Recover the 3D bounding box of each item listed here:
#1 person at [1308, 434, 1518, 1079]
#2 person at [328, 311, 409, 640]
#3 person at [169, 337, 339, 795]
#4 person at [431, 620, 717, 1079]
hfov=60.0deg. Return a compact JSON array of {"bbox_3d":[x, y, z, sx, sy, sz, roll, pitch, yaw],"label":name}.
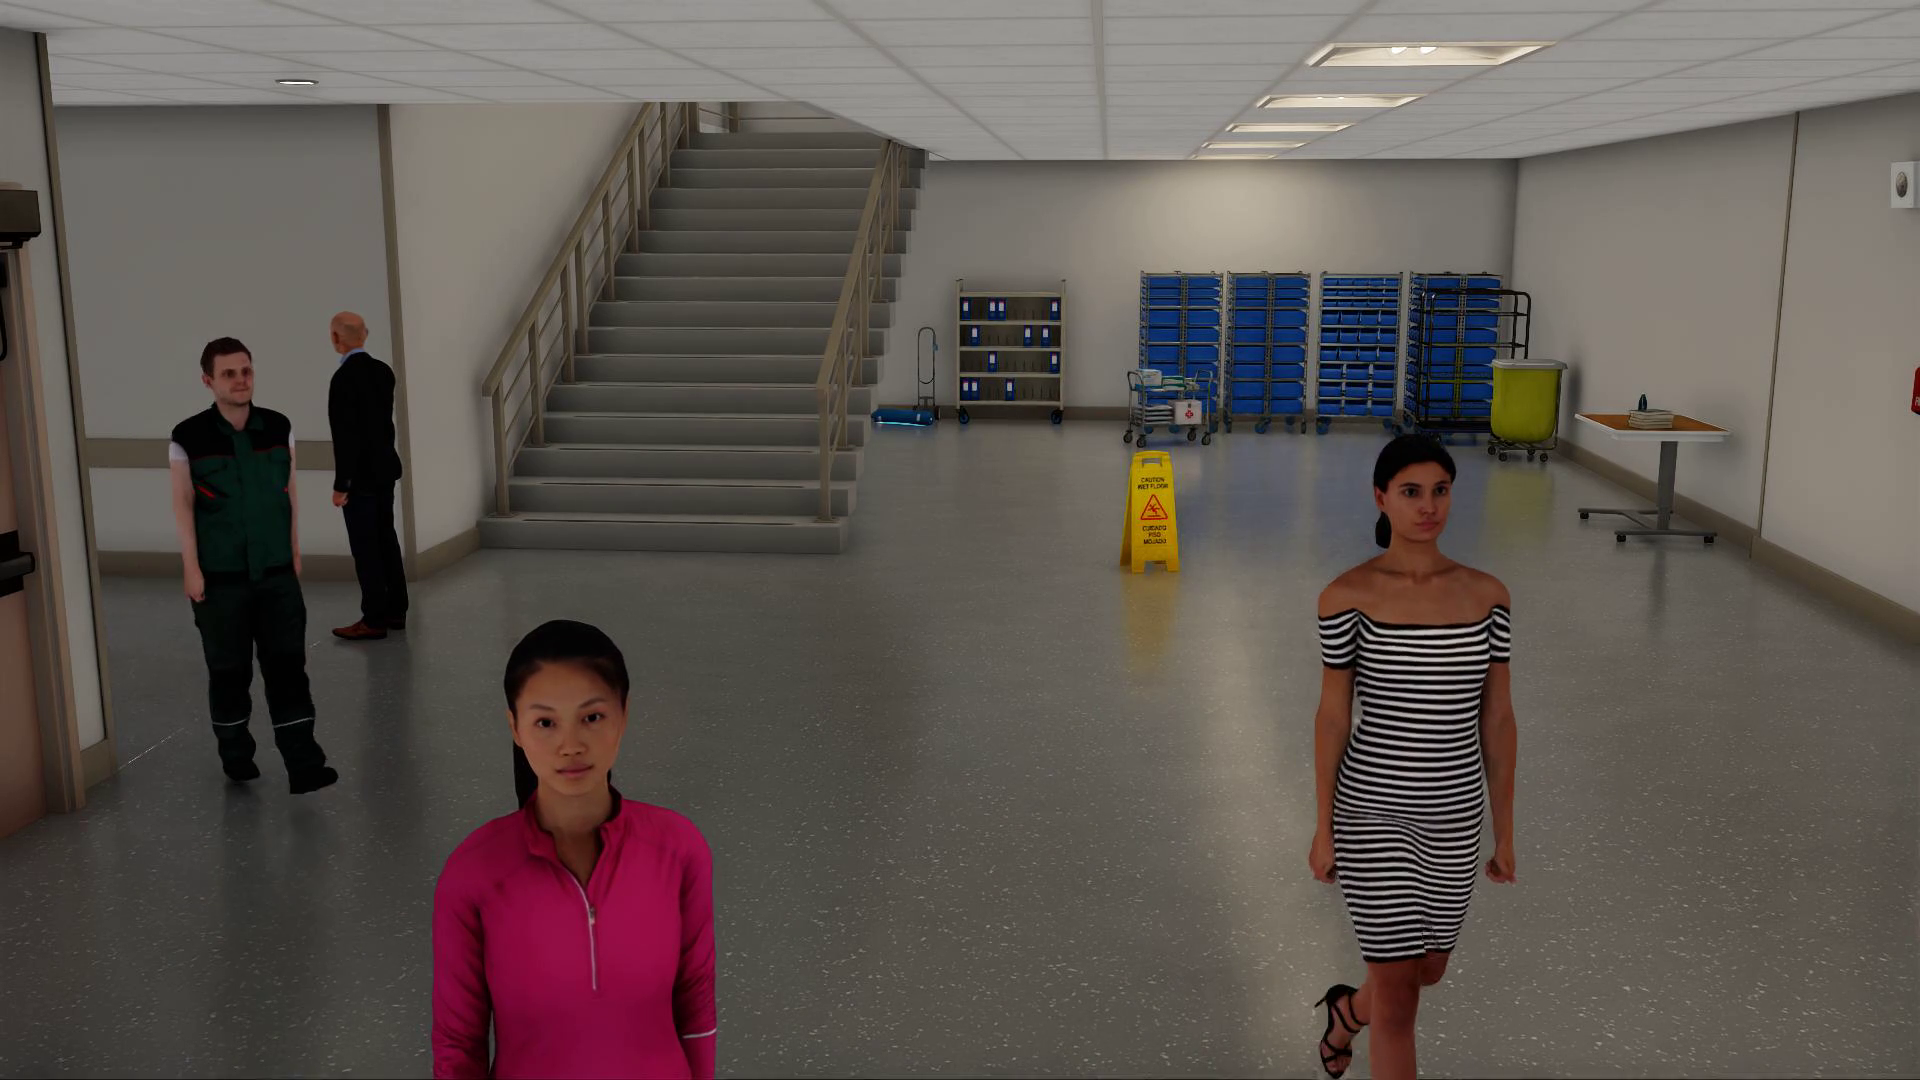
[{"bbox_3d":[1.005,0.661,3.823,0.748,1.791,1.094,-1,11,-6],"label":"person"},{"bbox_3d":[-3.287,-0.362,9.197,0.774,1.797,0.537,2,11,12],"label":"person"},{"bbox_3d":[-2.899,0.112,6.660,1.065,1.813,1.115,-9,14,-41],"label":"person"},{"bbox_3d":[-0.572,0.949,2.552,0.681,1.698,0.706,-5,12,-24],"label":"person"}]
